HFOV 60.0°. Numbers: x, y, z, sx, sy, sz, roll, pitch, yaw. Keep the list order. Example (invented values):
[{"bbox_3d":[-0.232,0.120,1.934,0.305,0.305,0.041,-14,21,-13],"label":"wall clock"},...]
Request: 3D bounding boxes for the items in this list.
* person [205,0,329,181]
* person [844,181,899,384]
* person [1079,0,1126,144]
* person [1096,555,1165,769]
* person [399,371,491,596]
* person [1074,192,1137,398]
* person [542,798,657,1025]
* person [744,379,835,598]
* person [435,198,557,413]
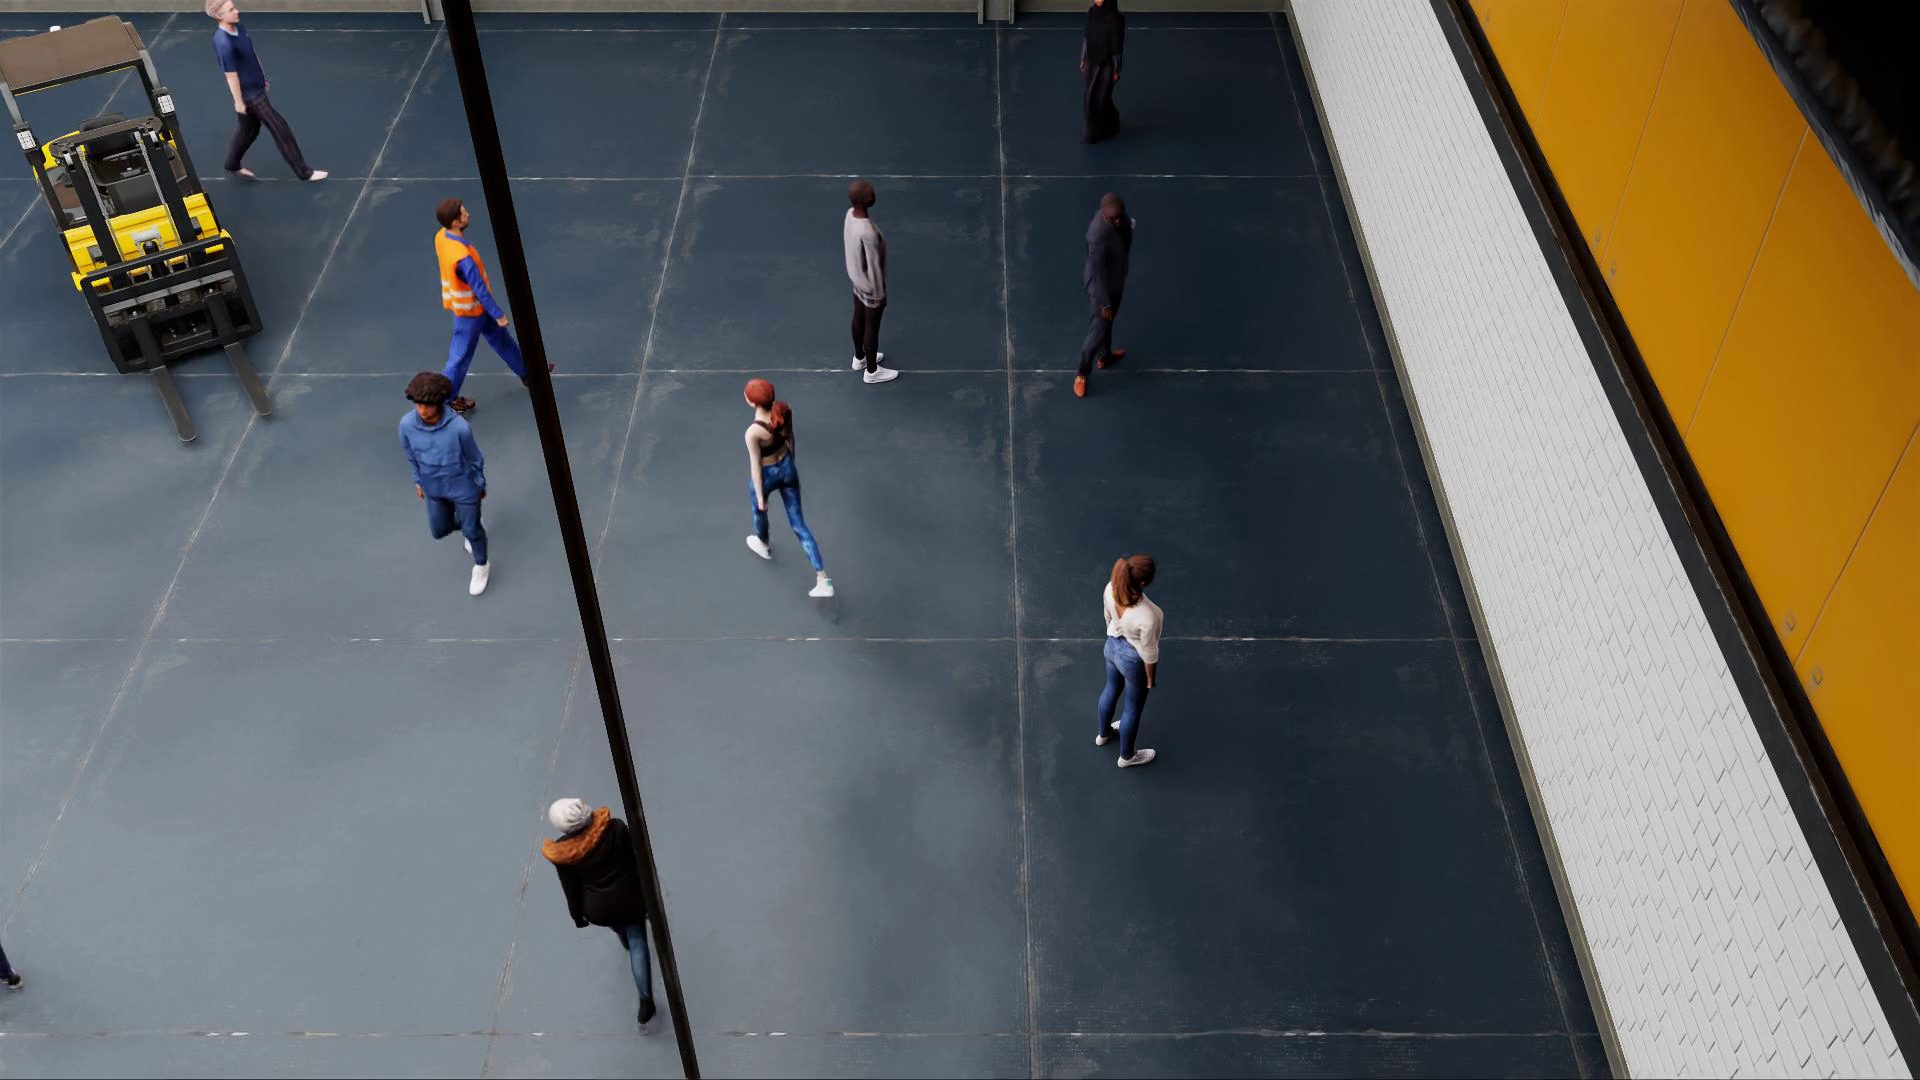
[{"bbox_3d":[-6.519,-4.043,15.074,1.204,1.824,0.744,-4,44,-4],"label":"person"},{"bbox_3d":[-0.740,-2.024,12.993,0.684,1.771,0.693,-19,47,-19],"label":"person"},{"bbox_3d":[1.408,-4.543,15.755,0.872,1.608,0.808,-31,51,-28],"label":"person"},{"bbox_3d":[1.026,0.725,10.144,0.706,1.720,0.690,-24,49,-23],"label":"person"},{"bbox_3d":[-3.440,-0.451,11.323,0.762,1.796,0.786,5,44,5],"label":"person"},{"bbox_3d":[1.154,-2.030,12.984,0.791,1.792,0.944,6,44,6],"label":"person"},{"bbox_3d":[-1.846,1.962,8.936,1.069,1.594,0.931,-10,45,-10],"label":"person"},{"bbox_3d":[-1.180,-0.332,11.239,1.157,1.741,1.173,-31,51,-28],"label":"person"},{"bbox_3d":[-3.801,-1.719,12.639,1.327,1.817,1.084,-20,47,-20],"label":"person"}]
